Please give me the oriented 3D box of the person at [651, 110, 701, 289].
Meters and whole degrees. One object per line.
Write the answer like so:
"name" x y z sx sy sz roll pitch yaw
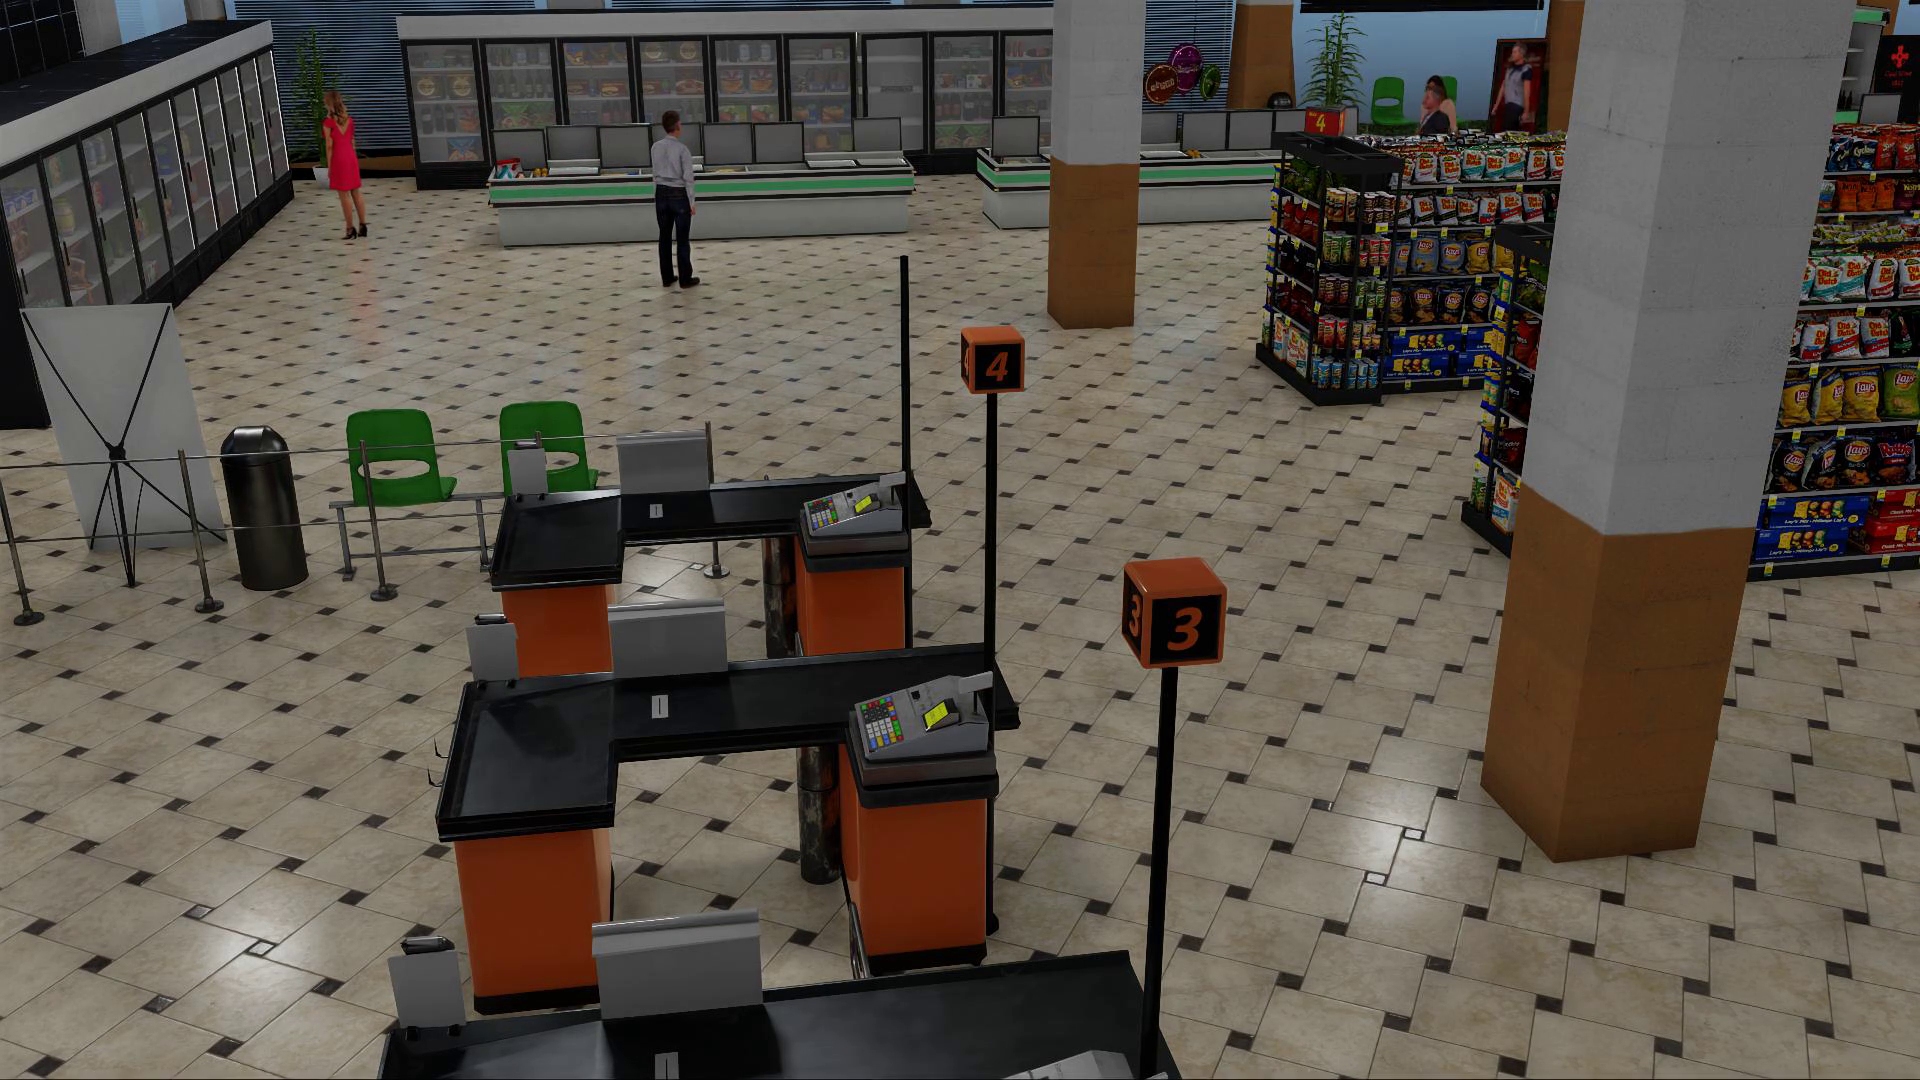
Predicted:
"person" -2.993 -3.554 17.341 0.666 1.818 0.781 8 23 18

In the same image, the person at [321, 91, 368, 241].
"person" -7.270 -4.430 19.652 0.712 1.721 0.663 13 25 29

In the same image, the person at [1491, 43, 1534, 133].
"person" 8.098 -6.234 24.045 1.018 1.794 0.764 -6 23 -14

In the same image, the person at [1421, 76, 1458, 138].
"person" 5.945 -4.866 20.699 1.094 1.749 1.069 8 23 19

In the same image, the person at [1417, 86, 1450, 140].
"person" 5.465 -4.299 19.179 0.878 1.830 0.771 -2 22 -5
